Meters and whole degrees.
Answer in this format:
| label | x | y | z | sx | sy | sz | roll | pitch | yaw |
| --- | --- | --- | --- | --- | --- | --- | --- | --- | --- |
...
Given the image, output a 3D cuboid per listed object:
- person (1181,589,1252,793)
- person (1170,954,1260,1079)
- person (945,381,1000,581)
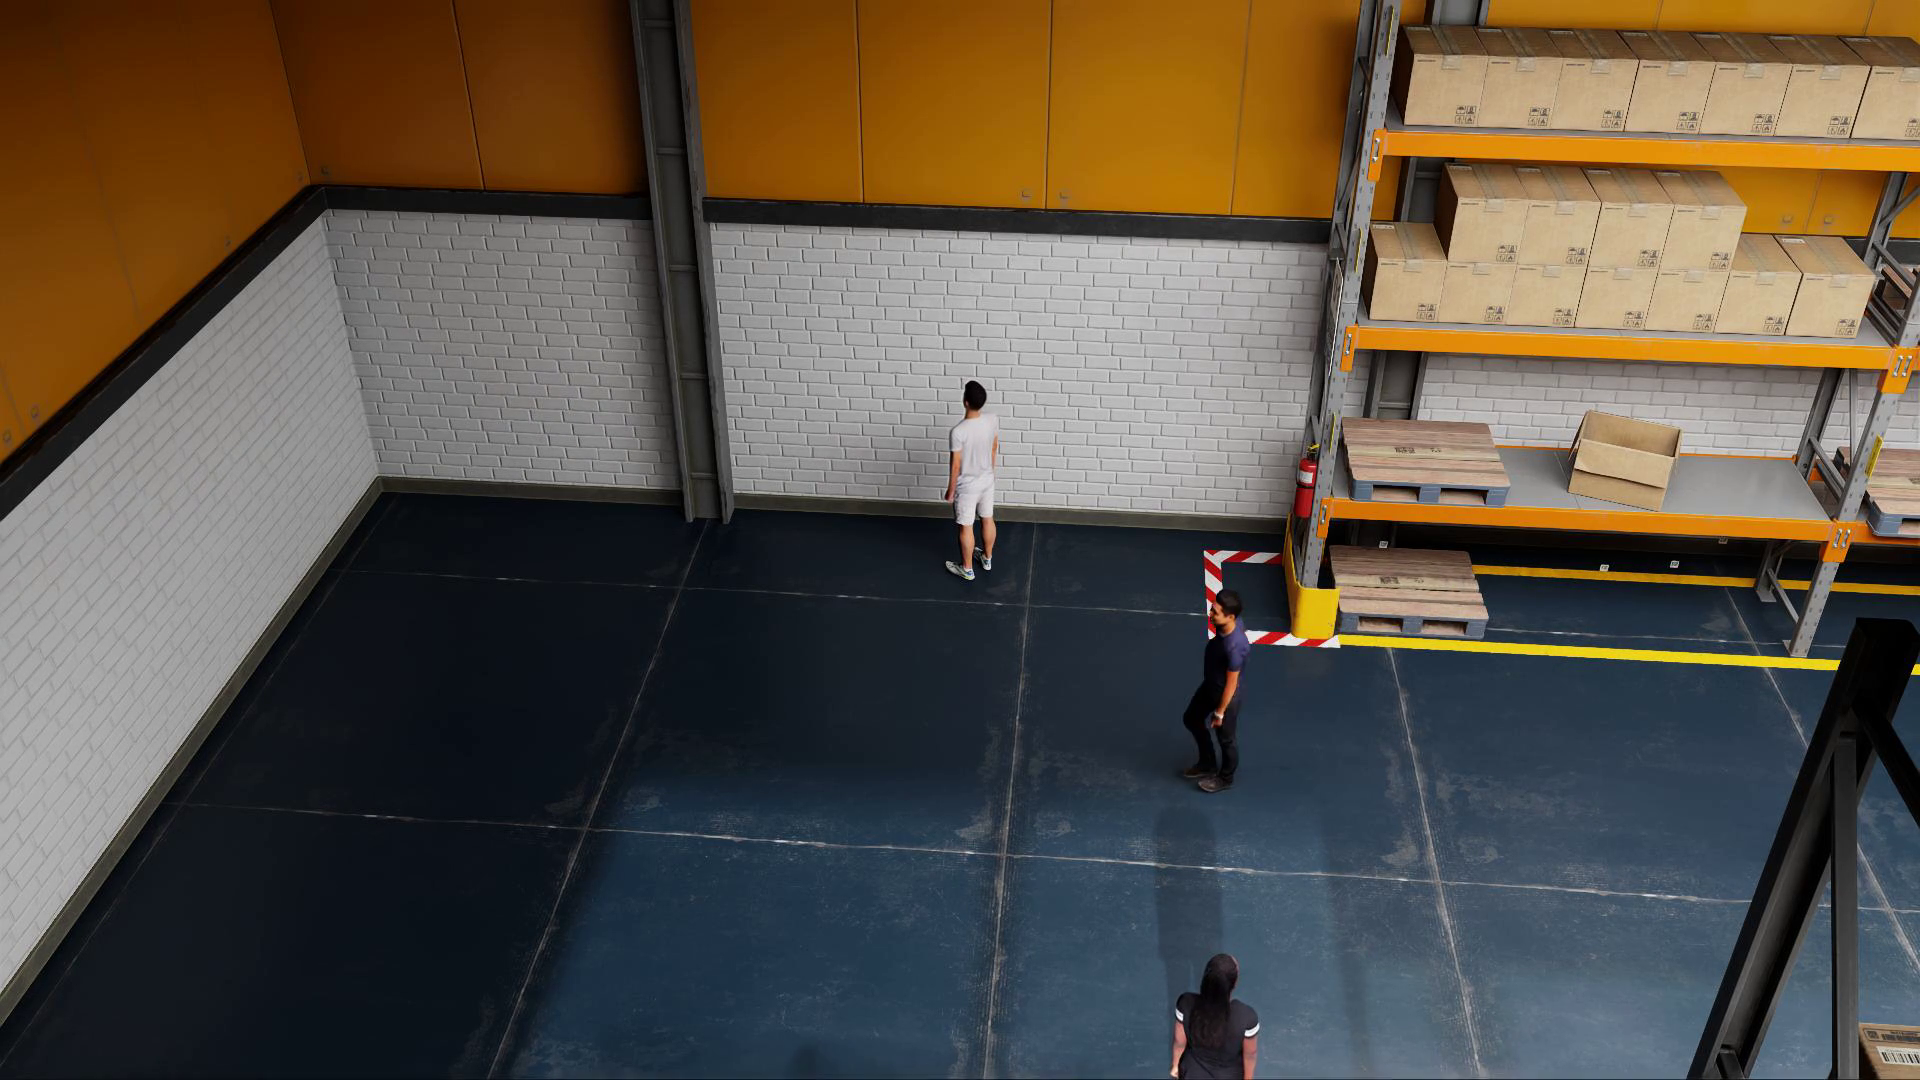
| label | x | y | z | sx | sy | sz | roll | pitch | yaw |
| --- | --- | --- | --- | --- | --- | --- | --- | --- | --- |
| person | 1.947 | 1.071 | 11.777 | 0.705 | 1.777 | 0.747 | -4 | 34 | -7 |
| person | 1.372 | 2.897 | 9.063 | 0.569 | 1.742 | 0.715 | 9 | 35 | 14 |
| person | 0.116 | -0.510 | 14.086 | 0.755 | 1.856 | 0.813 | -25 | 41 | -33 |
